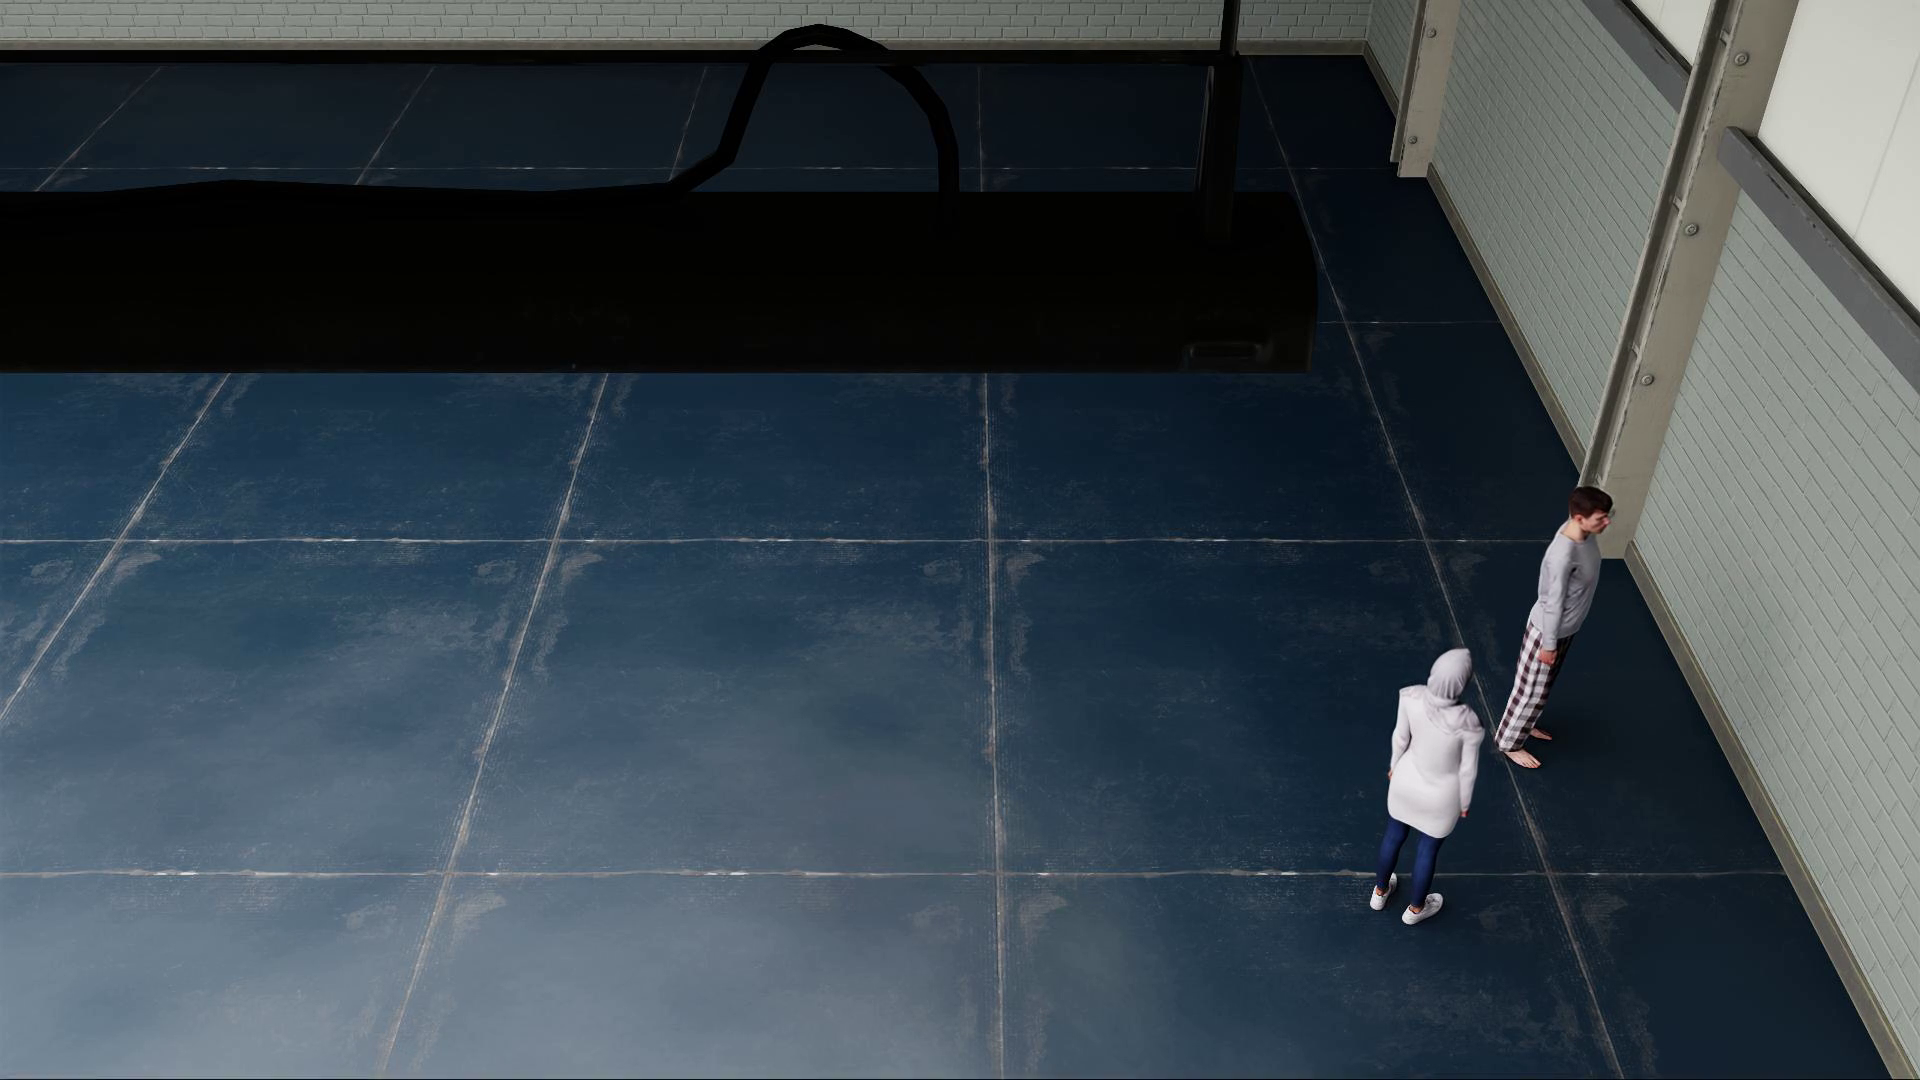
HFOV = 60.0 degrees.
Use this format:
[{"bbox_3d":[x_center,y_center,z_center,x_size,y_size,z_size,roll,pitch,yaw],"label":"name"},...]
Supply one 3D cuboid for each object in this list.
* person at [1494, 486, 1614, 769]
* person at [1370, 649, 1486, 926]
[{"bbox_3d":[3.320,0.462,9.312,0.763,1.848,0.657,22,42,26],"label":"person"},{"bbox_3d":[2.338,1.244,8.342,0.686,1.776,0.730,27,45,31],"label":"person"}]
